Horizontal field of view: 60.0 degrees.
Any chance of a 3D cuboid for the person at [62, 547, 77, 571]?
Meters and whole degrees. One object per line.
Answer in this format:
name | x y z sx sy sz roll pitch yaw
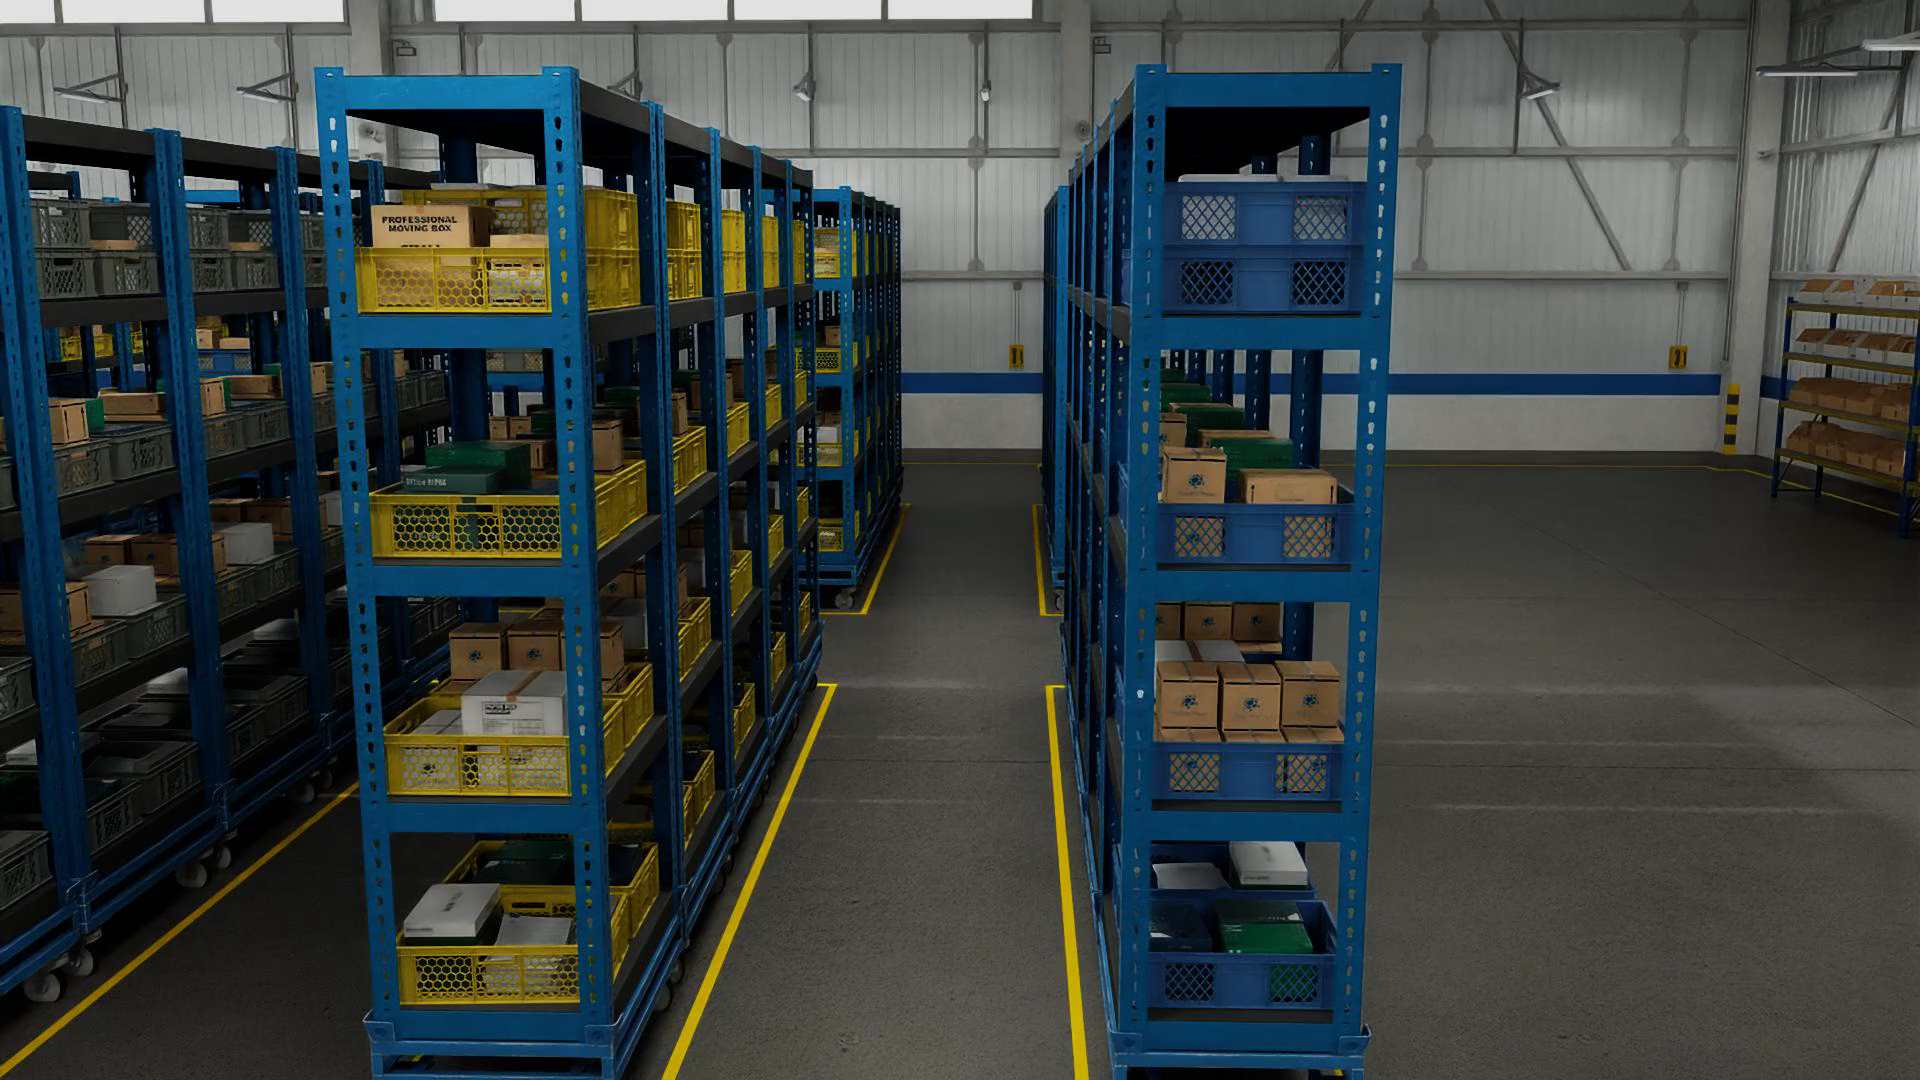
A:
person | -8.081 -0.305 14.430 0.911 1.792 0.595 -5 11 -29
